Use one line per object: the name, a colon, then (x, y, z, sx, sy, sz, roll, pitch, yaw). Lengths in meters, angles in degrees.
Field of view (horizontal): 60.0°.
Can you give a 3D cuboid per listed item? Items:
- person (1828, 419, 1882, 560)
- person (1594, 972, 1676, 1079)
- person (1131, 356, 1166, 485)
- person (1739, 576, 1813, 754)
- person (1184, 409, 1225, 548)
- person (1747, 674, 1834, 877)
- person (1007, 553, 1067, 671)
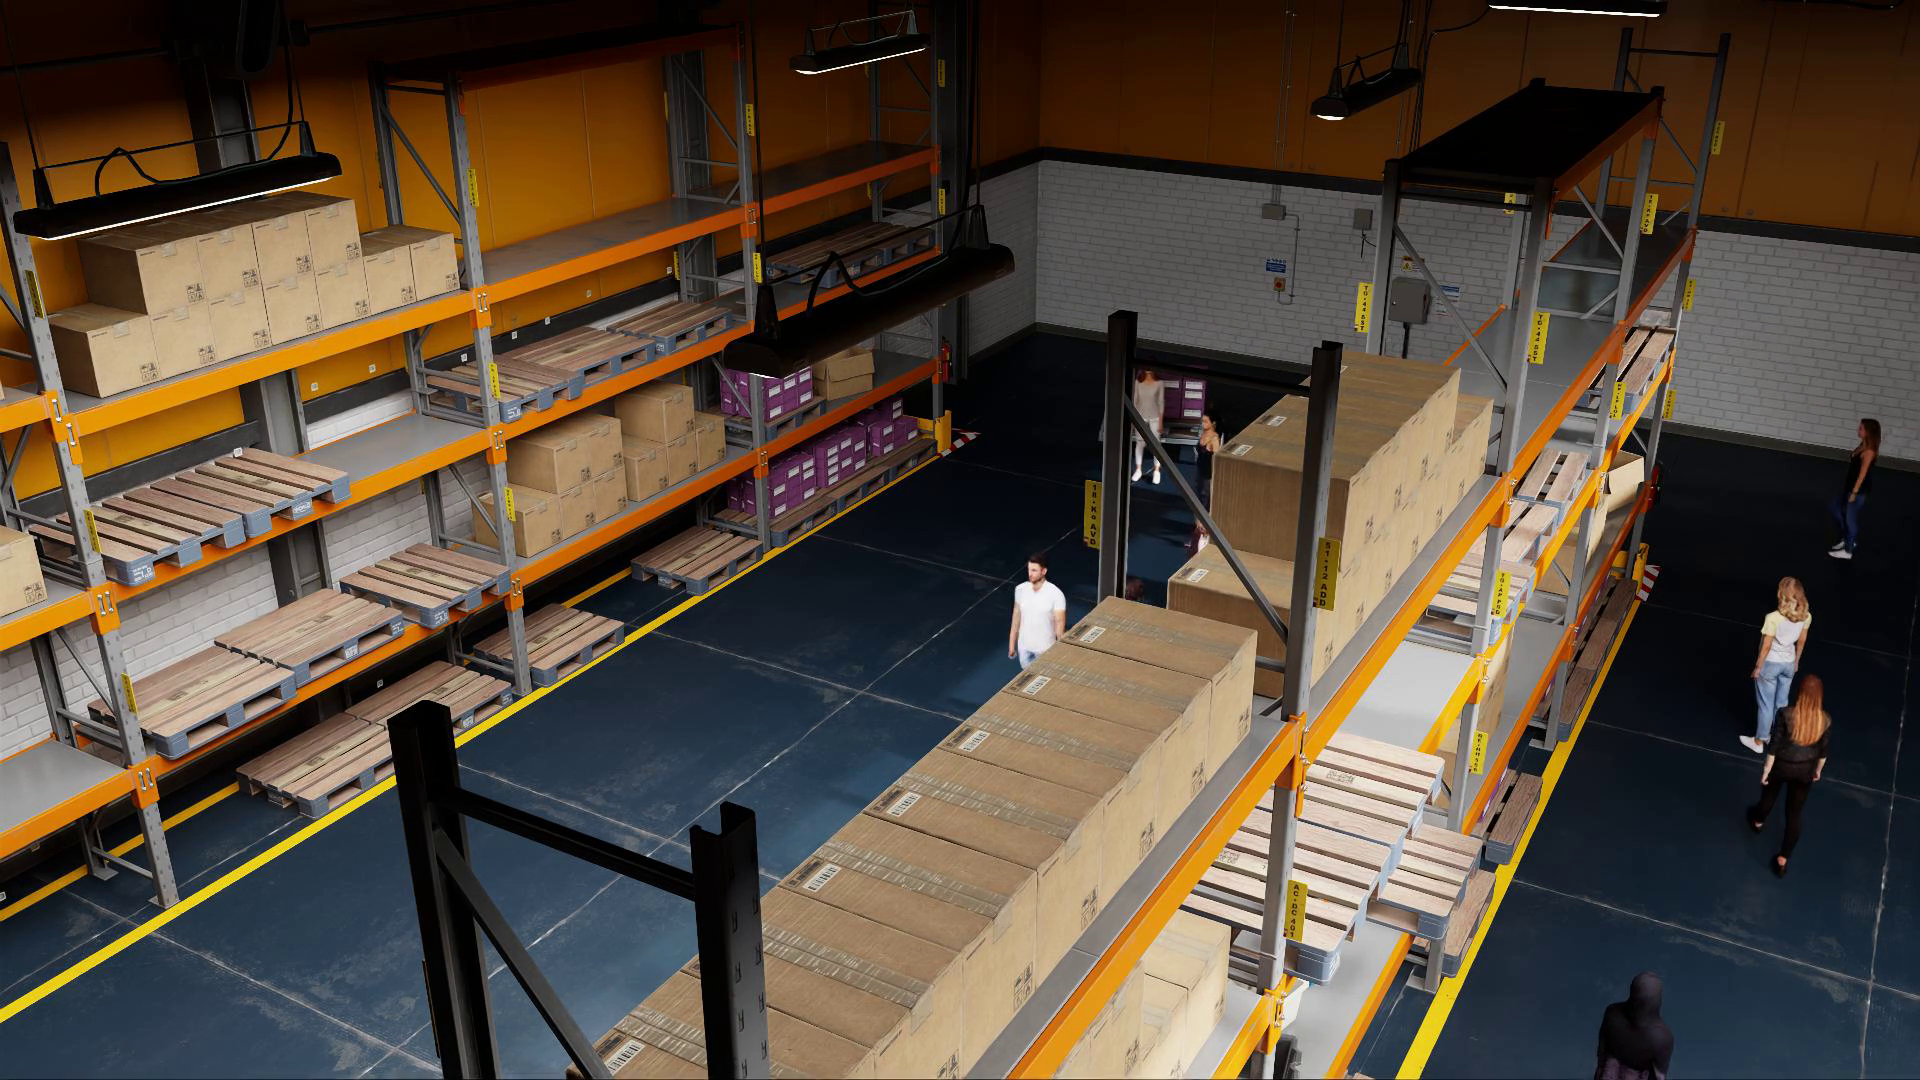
person: (10.370, -0.576, 19.081, 0.703, 1.711, 0.585, 8, 25, 17)
person: (4.044, 3.360, 10.201, 0.734, 1.610, 1.053, 18, 29, 35)
person: (2.421, -1.565, 21.349, 0.620, 1.706, 0.599, 8, 25, 18)
person: (7.441, 1.138, 15.143, 0.699, 1.723, 0.756, -6, 24, -13)
person: (2.968, -0.704, 19.381, 0.964, 1.704, 0.887, -6, 24, -14)
person: (6.720, 1.922, 13.406, 0.781, 1.678, 1.107, 7, 24, 15)
person: (0.767, 0.955, 15.413, 0.757, 1.843, 0.924, 18, 29, 35)
